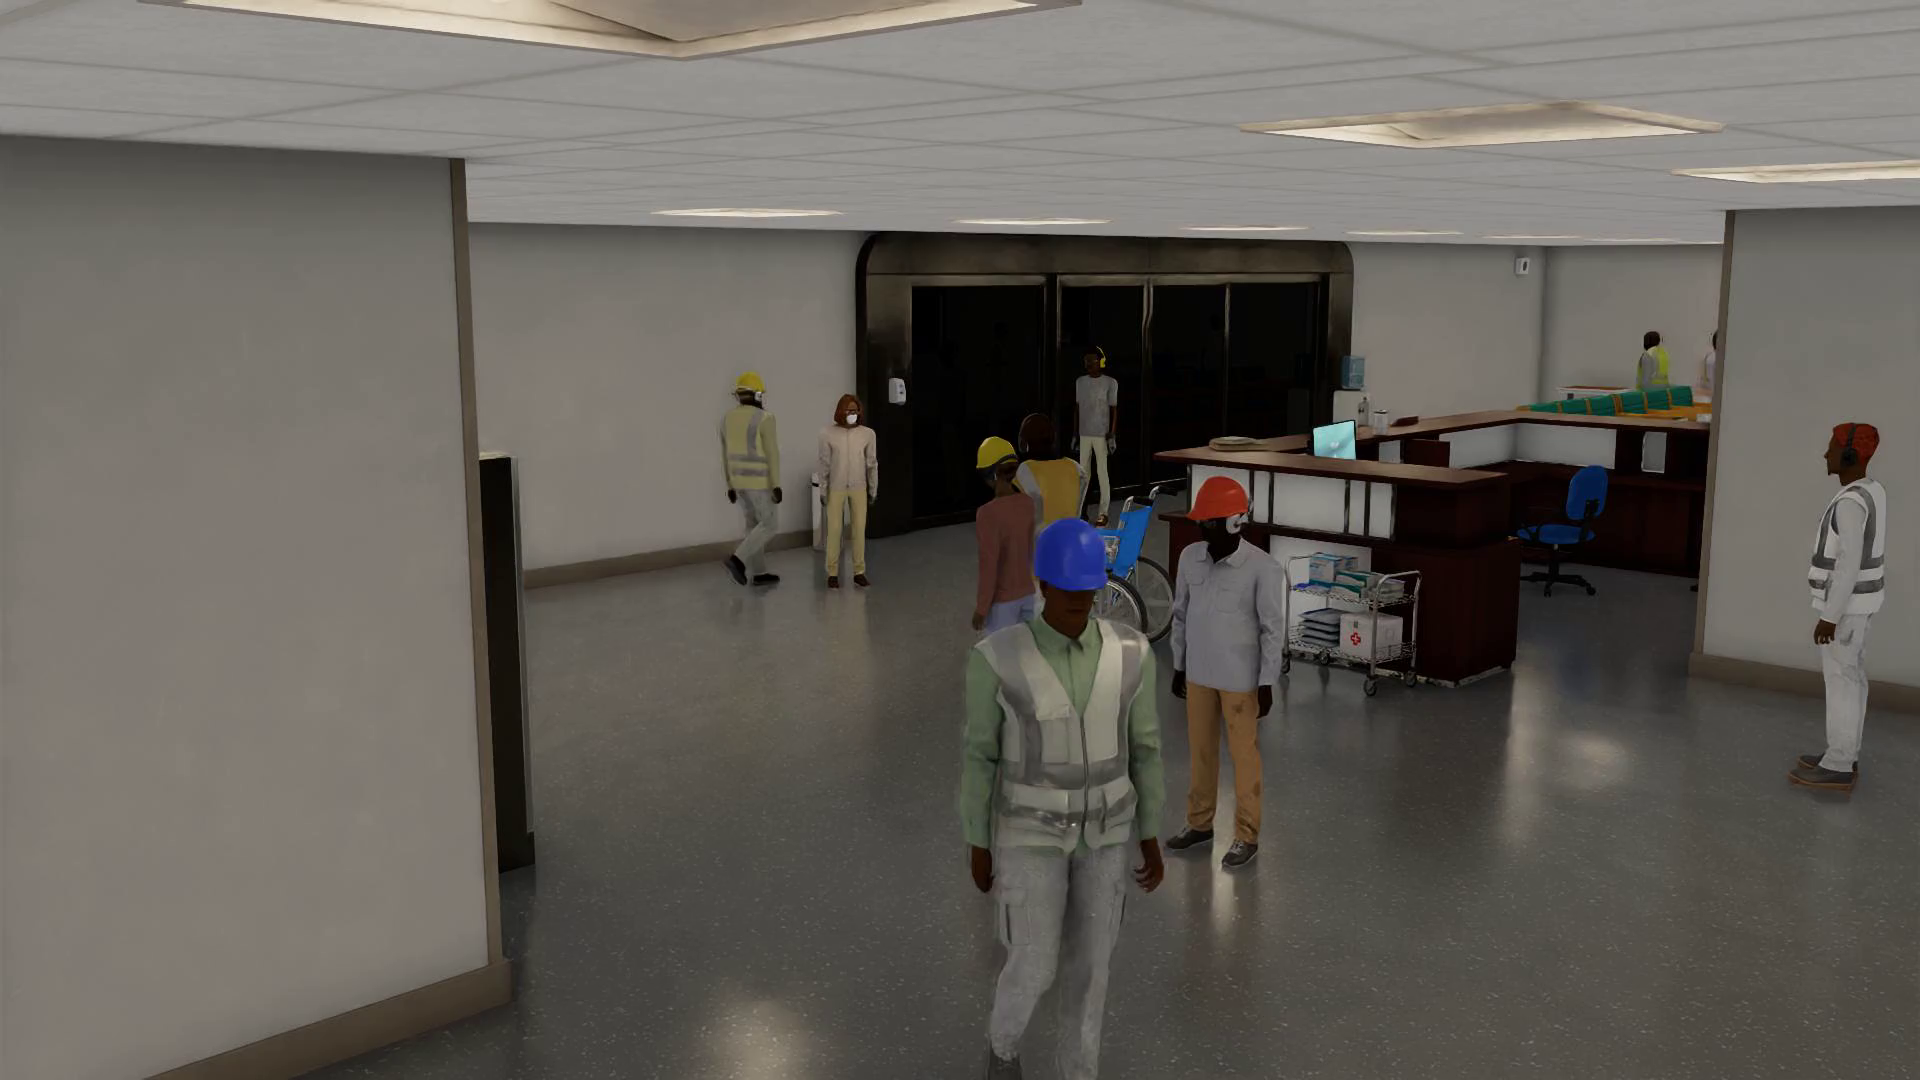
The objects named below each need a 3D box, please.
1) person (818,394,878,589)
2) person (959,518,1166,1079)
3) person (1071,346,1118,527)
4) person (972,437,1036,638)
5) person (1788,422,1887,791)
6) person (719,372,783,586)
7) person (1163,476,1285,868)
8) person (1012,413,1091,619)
[{"bbox_3d":[-0.932,-0.406,13.875,0.506,1.627,0.288,-3,10,-16],"label":"person"},{"bbox_3d":[0.324,0.884,5.025,0.610,1.935,0.427,-3,10,-19],"label":"person"},{"bbox_3d":[1.382,-1.069,17.186,0.519,1.873,0.328,6,11,31],"label":"person"},{"bbox_3d":[0.223,0.322,9.001,0.337,1.761,0.526,6,11,31],"label":"person"},{"bbox_3d":[4.519,0.338,8.518,0.354,1.883,0.573,7,12,37],"label":"person"},{"bbox_3d":[-1.763,-0.482,13.790,0.612,1.807,0.571,8,12,40],"label":"person"},{"bbox_3d":[1.162,0.580,7.431,0.340,1.748,0.568,-9,13,-44],"label":"person"},{"bbox_3d":[0.453,0.195,9.535,0.624,1.841,0.430,-7,12,-37],"label":"person"}]
